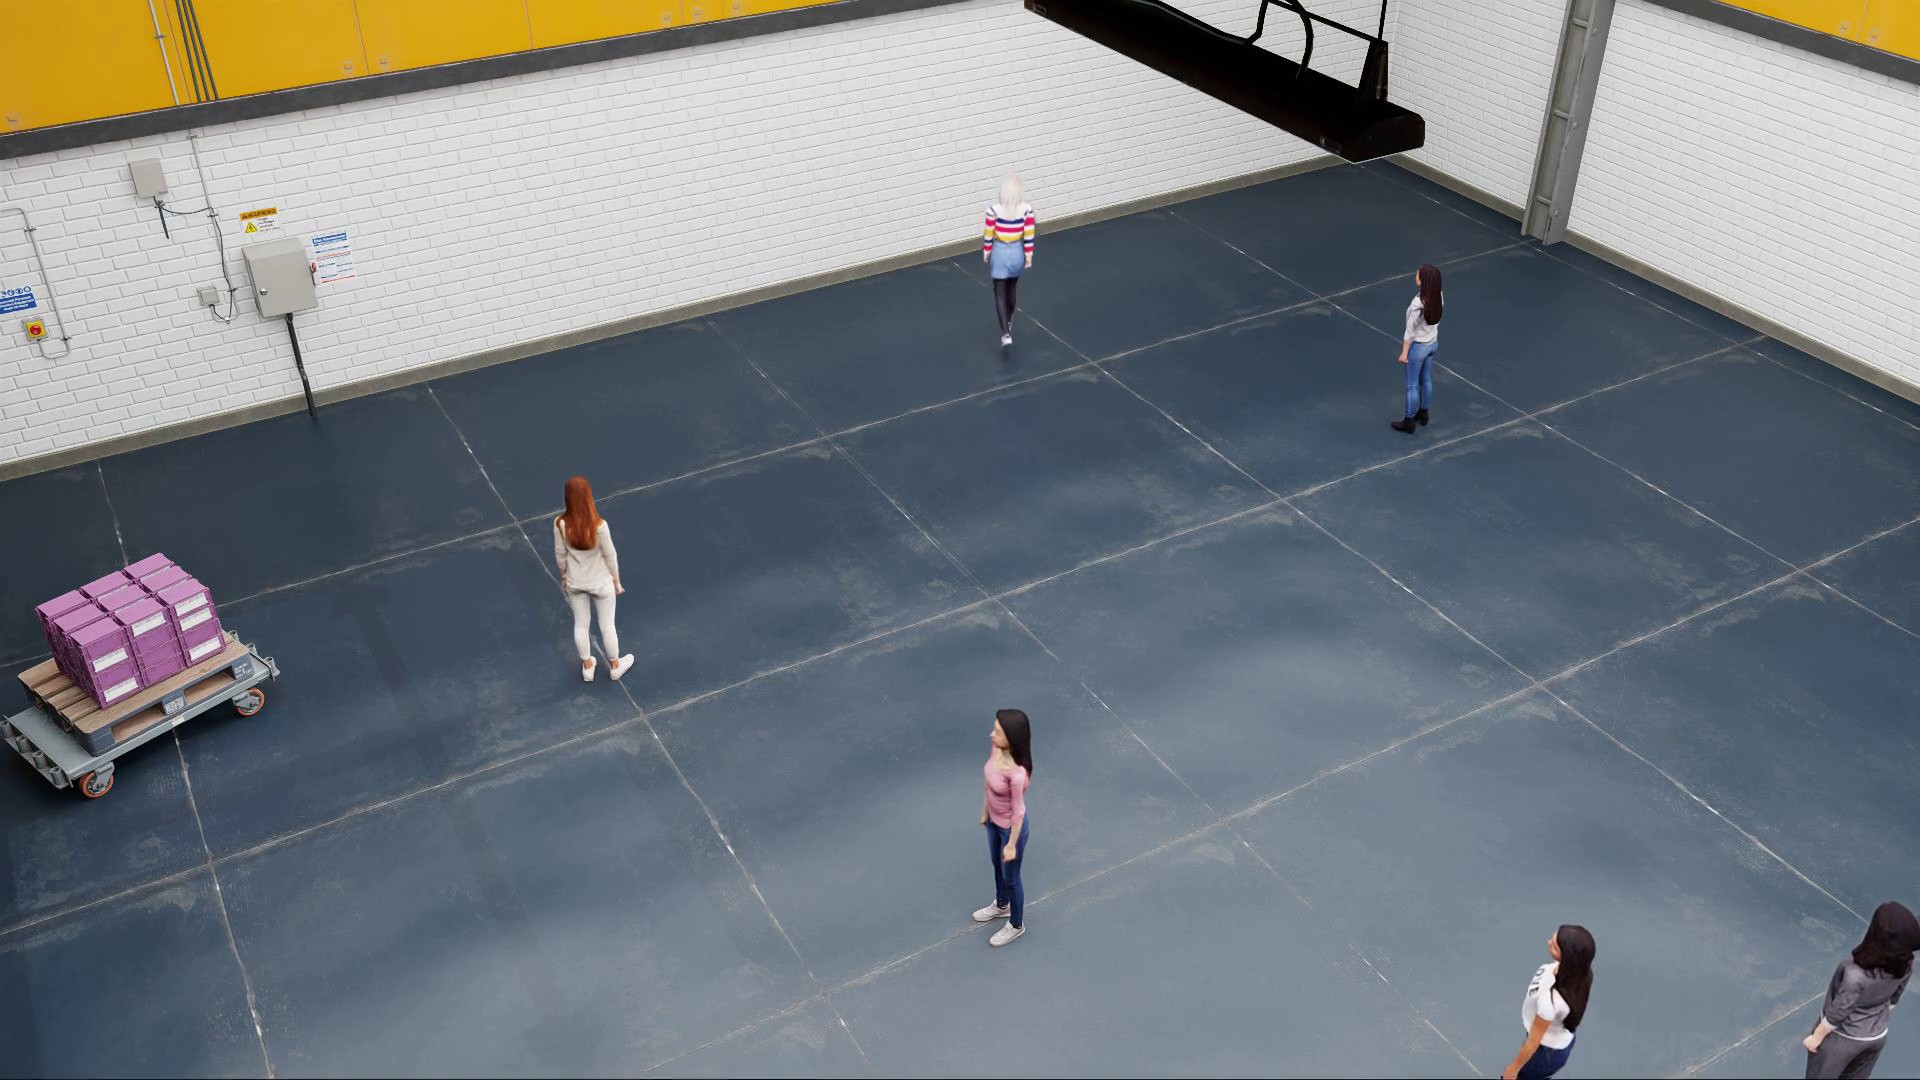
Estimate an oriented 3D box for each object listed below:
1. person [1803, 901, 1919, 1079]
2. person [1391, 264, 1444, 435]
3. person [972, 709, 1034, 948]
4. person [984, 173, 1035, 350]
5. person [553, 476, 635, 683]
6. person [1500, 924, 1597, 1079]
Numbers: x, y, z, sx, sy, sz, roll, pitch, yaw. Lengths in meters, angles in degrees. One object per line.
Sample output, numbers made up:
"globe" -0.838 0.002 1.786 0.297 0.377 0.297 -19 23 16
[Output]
"person" 4.637 2.563 8.646 0.648 1.765 0.597 -9 35 -13
"person" 4.246 -1.763 15.278 0.645 1.629 0.598 -28 43 -35
"person" 0.278 1.702 9.963 0.651 1.743 0.493 -12 36 -18
"person" 0.477 -2.780 16.671 0.928 1.782 1.194 -5 34 -8
"person" -2.700 0.297 12.105 0.696 1.711 0.725 3 34 5
"person" 3.068 2.627 8.551 0.858 1.765 0.777 23 40 31
